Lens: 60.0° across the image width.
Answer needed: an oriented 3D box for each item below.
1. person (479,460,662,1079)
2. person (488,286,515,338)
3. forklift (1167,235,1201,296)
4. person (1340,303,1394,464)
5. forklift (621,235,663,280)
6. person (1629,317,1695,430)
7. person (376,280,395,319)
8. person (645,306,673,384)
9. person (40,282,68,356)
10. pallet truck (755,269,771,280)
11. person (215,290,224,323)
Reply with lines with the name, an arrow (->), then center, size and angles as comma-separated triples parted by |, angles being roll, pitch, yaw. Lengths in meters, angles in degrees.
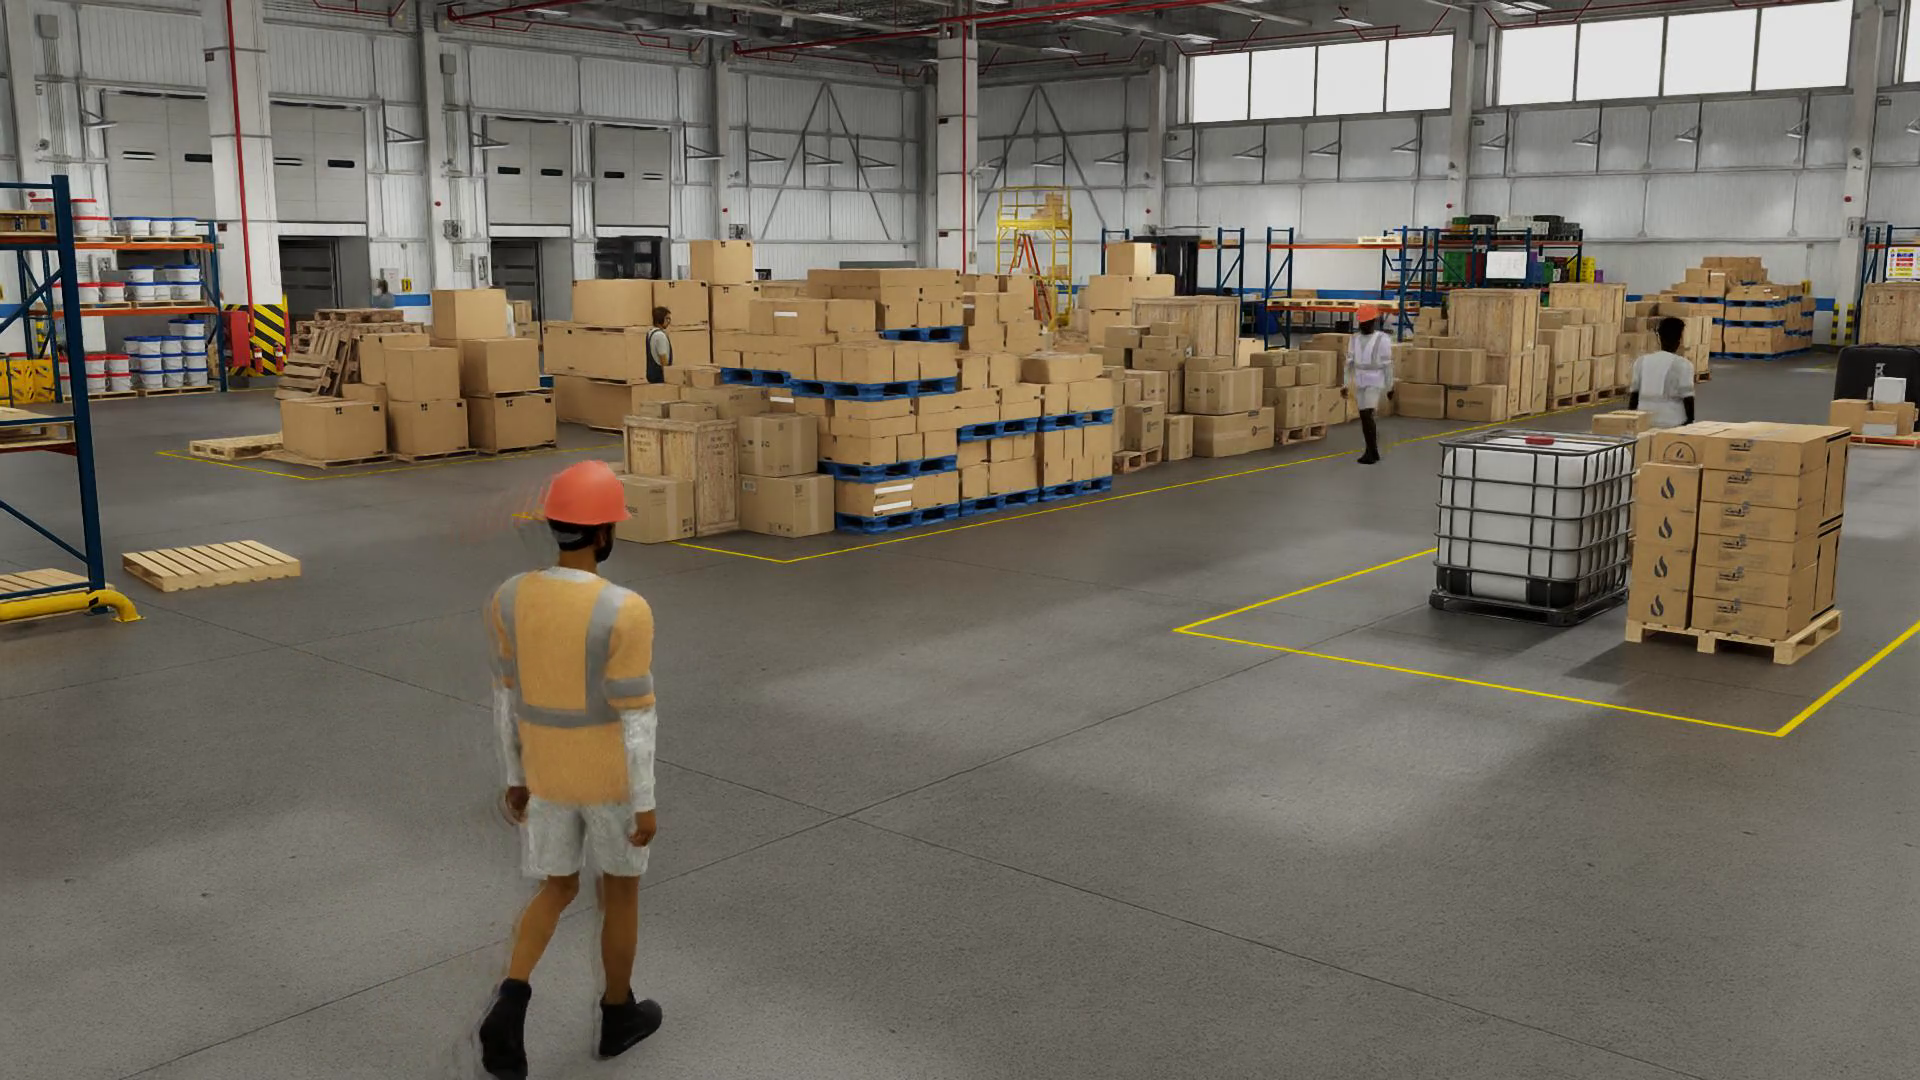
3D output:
person -> -1.181, 0.719, 5.045 | 0.554, 1.916, 0.696 | 4, 11, 20
person -> -7.871, -3.342, 28.238 | 0.645, 1.890, 0.962 | -4, 11, -23
forklift -> 5.038, -5.477, 37.578 | 1.873, 2.768, 1.129 | 8, 13, 40
person -> 4.796, -1.830, 19.606 | 0.578, 1.902, 0.554 | -8, 12, -37
forklift -> -7.072, -5.416, 37.229 | 1.873, 2.768, 1.129 | 8, 13, 40
person -> 6.540, -1.112, 15.480 | 1.036, 1.913, 0.609 | -5, 11, -28
person -> -12.359, -4.614, 35.537 | 0.907, 1.873, 0.716 | -8, 13, -39
person -> -3.678, -1.952, 20.462 | 0.345, 1.843, 0.504 | -6, 12, -31
person -> -17.675, -4.081, 32.472 | 0.592, 1.875, 0.982 | 5, 11, 25
pallet truck -> -4.996, -6.432, 45.525 | 1.885, 1.965, 0.823 | -6, 12, -32
person -> -16.491, -4.831, 37.499 | 0.512, 1.620, 0.572 | 5, 11, 26
